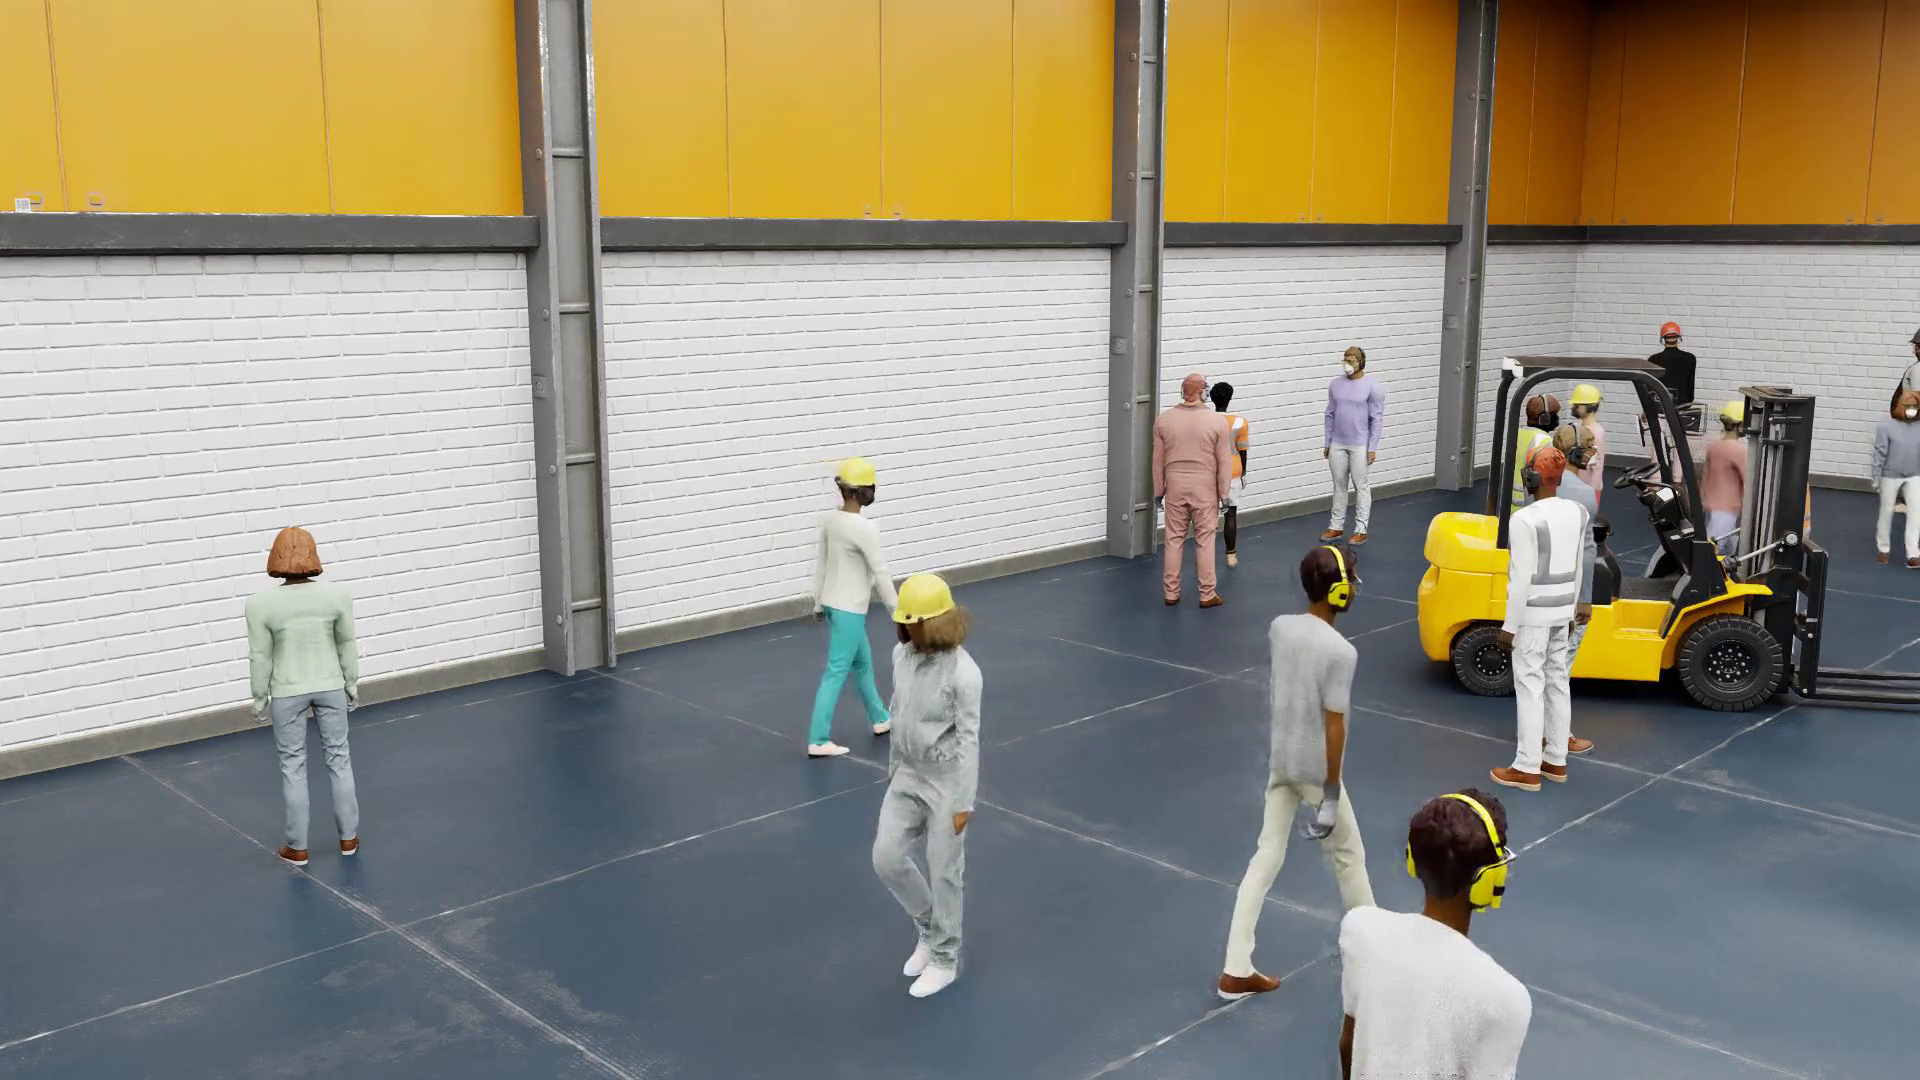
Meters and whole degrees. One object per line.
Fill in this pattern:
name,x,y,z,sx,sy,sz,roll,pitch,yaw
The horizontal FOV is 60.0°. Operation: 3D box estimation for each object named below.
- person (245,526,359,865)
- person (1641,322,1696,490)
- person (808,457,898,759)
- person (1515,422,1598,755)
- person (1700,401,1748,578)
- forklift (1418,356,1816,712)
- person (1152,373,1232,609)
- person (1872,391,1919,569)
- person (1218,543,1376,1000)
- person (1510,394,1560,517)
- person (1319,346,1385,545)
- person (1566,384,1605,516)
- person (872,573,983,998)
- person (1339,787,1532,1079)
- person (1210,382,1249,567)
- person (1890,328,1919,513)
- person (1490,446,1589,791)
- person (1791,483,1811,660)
person,-3.143,0.744,7.993,0.498,1.634,0.279,-7,12,-32
person,8.373,-1.577,19.688,0.609,1.988,0.392,-1,10,-6
person,-0.563,0.387,9.686,0.851,1.733,0.537,-6,12,-29
person,3.499,0.277,9.712,0.355,1.938,0.636,-2,11,-10
person,6.048,-0.235,13.122,0.925,1.718,0.538,0,10,-2
forklift,4.276,-0.101,11.076,2.313,2.155,1.214,2,11,13
person,1.890,-0.400,13.498,0.652,1.904,0.402,5,11,23
person,8.544,-0.532,15.041,0.521,1.602,0.770,3,11,15
person,1.434,0.906,6.618,0.976,1.821,0.513,-6,12,-31
person,4.287,-0.161,12.367,0.429,1.844,0.627,-2,11,-10
person,3.826,-0.924,16.263,0.372,1.940,0.631,-10,14,-44
person,5.239,-0.429,14.032,0.326,1.767,0.533,0,10,2
person,-0.128,0.961,6.548,0.351,1.722,0.531,-10,14,-43
person,1.009,1.436,3.732,0.962,1.831,0.540,-9,14,-42
person,2.362,-0.592,15.138,0.529,1.690,0.321,4,11,20
person,10.415,-1.312,18.101,0.683,2.000,0.536,-8,13,-37
person,3.157,0.424,9.060,0.585,1.882,0.337,-7,13,-34
person,5.833,0.054,11.766,0.313,1.633,0.521,6,12,28
